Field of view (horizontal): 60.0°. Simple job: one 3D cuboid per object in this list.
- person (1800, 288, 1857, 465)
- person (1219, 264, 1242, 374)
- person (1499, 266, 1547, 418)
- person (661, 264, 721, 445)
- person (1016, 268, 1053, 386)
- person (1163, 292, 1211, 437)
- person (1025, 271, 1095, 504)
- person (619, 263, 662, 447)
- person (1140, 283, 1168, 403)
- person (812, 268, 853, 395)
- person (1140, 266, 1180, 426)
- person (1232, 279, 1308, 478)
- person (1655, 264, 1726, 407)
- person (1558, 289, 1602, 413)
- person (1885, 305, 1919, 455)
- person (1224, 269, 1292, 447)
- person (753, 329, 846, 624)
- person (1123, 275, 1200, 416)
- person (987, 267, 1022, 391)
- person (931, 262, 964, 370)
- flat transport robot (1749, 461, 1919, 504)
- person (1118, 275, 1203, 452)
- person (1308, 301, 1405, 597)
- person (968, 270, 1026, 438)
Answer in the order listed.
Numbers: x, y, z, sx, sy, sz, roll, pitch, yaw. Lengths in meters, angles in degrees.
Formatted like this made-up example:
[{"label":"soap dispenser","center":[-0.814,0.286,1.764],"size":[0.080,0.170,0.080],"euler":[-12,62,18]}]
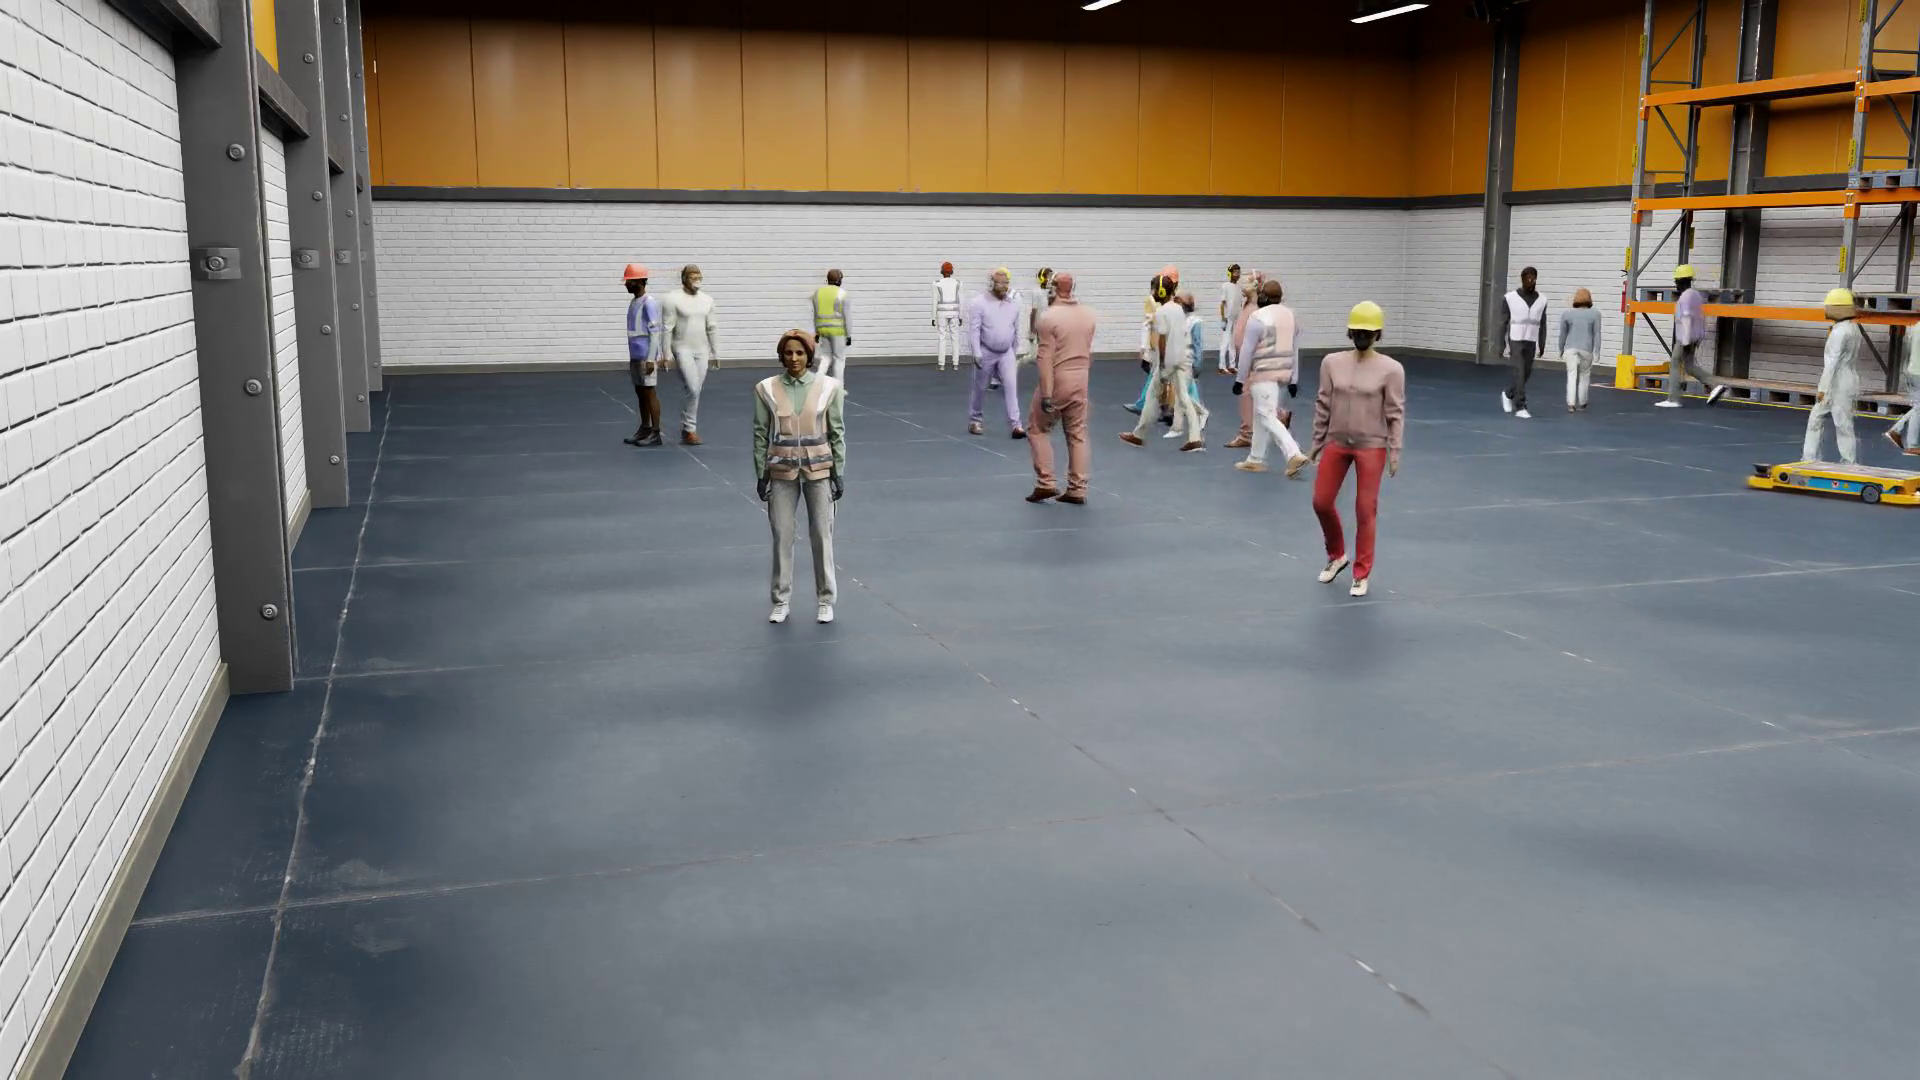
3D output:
[{"label":"person","center":[7.696,-1.372,14.831],"size":[0.737,1.713,0.511],"euler":[6,11,30]},{"label":"person","center":[4.591,-3.715,28.051],"size":[0.516,1.856,0.340],"euler":[-8,12,-38]},{"label":"person","center":[7.059,-2.498,20.932],"size":[0.593,1.885,0.869],"euler":[-1,10,-8]},{"label":"person","center":[-2.810,-1.952,17.617],"size":[0.547,1.921,0.660],"euler":[9,13,43]},{"label":"person","center":[1.110,-3.154,24.879],"size":[0.848,1.839,0.550],"euler":[6,12,33]},{"label":"person","center":[2.549,-1.950,18.540],"size":[0.651,1.617,0.524],"euler":[-5,11,-28]},{"label":"person","center":[0.798,-1.232,13.565],"size":[0.641,1.889,0.590],"euler":[-8,13,-39]},{"label":"person","center":[-3.388,-1.955,17.602],"size":[0.373,1.934,0.551],"euler":[-6,12,-32]},{"label":"person","center":[2.667,-2.683,22.533],"size":[0.368,1.680,0.553],"euler":[6,11,30]},{"label":"person","center":[-1.814,-2.949,23.682],"size":[0.645,1.825,0.491],"euler":[5,11,28]},{"label":"person","center":[2.454,-2.310,19.822],"size":[0.565,1.879,1.010],"euler":[3,10,16]},{"label":"person","center":[2.886,-1.479,15.239],"size":[0.623,1.809,0.867],"euler":[-9,13,-43]},{"label":"person","center":[9.685,-2.682,21.937],"size":[0.748,1.899,0.612],"euler":[7,12,36]},{"label":"person","center":[7.965,-2.433,21.400],"size":[0.516,1.576,0.857],"euler":[4,11,22]},{"label":"person","center":[9.688,-1.653,16.754],"size":[0.378,1.620,0.509],"euler":[4,10,21]},{"label":"person","center":[3.172,-1.909,17.526],"size":[0.755,1.881,0.647],"euler":[-2,10,-11]},{"label":"person","center":[-0.881,-0.345,9.175],"size":[0.509,1.629,0.314],"euler":[0,10,-2]},{"label":"person","center":[2.598,-2.433,20.830],"size":[1.020,1.781,0.570],"euler":[5,11,27]},{"label":"person","center":[0.625,-3.101,24.540],"size":[0.594,1.832,0.404],"euler":[7,12,37]},{"label":"person","center":[-0.222,-3.896,28.999],"size":[0.574,1.883,0.356],"euler":[-3,10,-15]},{"label":"flat transport robot","center":[7.500,-0.498,13.982],"size":[0.652,0.197,1.431],"euler":[-7,12,-34]},{"label":"person","center":[2.121,-1.820,17.197],"size":[1.035,1.804,0.528],"euler":[10,14,44]},{"label":"person","center":[2.372,-0.550,9.980],"size":[0.577,1.757,0.386],"euler":[6,12,32]},{"label":"person","center":[0.388,-2.058,18.457],"size":[0.657,1.853,1.014],"euler":[-4,11,-22]}]
